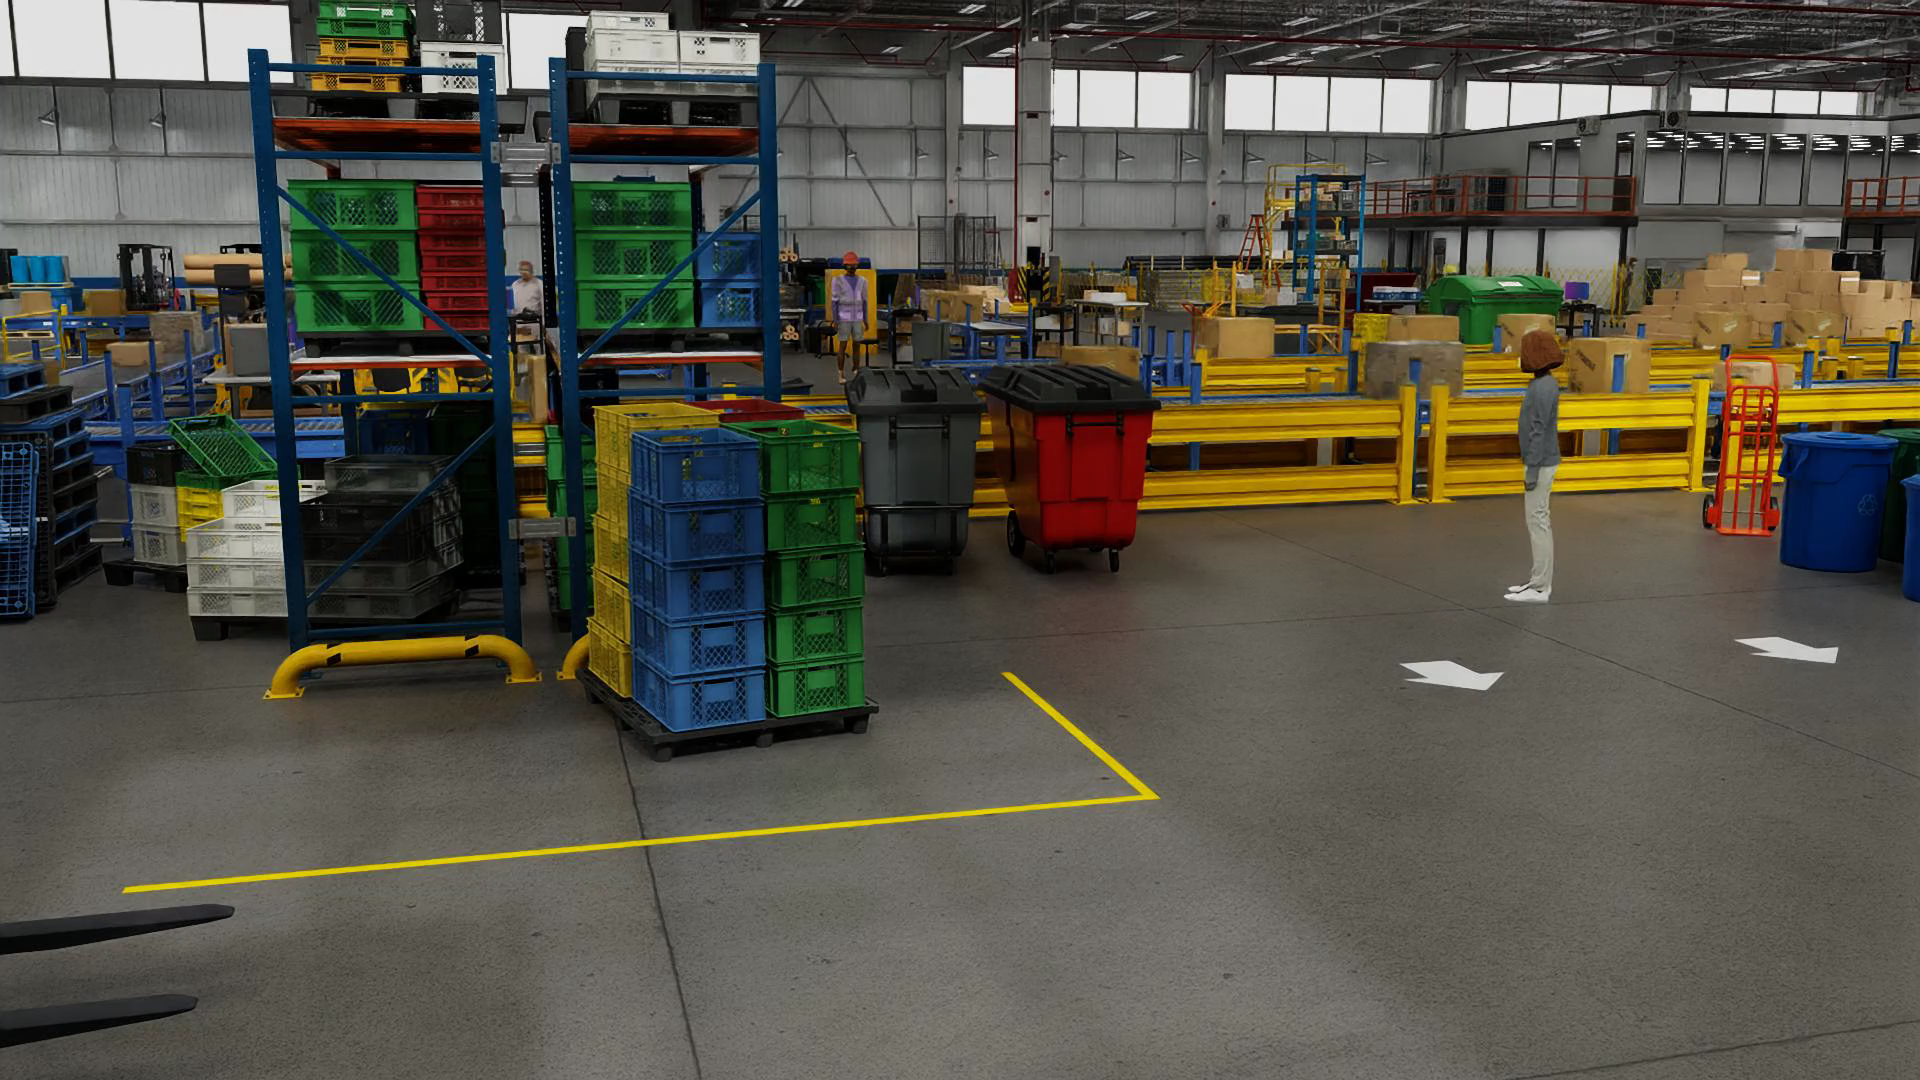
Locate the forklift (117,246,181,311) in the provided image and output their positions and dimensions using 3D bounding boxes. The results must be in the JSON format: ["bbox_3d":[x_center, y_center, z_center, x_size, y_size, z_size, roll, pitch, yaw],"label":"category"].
[{"bbox_3d":[-19.966,-6.232,40.894,1.157,1.987,2.680,-3,10,-15],"label":"forklift"}]

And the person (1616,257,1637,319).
[{"bbox_3d":[19.473,-7.331,48.511,0.599,1.802,0.635,-9,14,-42],"label":"person"}]

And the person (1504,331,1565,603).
[{"bbox_3d":[3.458,-0.437,9.988,0.281,1.624,0.493,3,11,18],"label":"person"}]

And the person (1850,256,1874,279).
[{"bbox_3d":[24.421,-6.784,45.241,0.714,1.880,0.394,5,11,28],"label":"person"}]

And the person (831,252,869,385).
[{"bbox_3d":[-1.675,-3.408,25.620,0.607,2.044,0.375,-5,11,-27],"label":"person"}]

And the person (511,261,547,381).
[{"bbox_3d":[-6.813,-3.444,26.250,0.635,1.900,0.404,3,10,16],"label":"person"}]

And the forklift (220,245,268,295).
[{"bbox_3d":[-17.749,-6.334,41.440,1.157,1.987,2.680,-3,10,-17],"label":"forklift"}]

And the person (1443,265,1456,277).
[{"bbox_3d":[9.005,-4.173,30.687,0.609,1.785,0.953,1,10,6],"label":"person"}]

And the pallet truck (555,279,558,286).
[{"bbox_3d":[-10.604,-6.375,44.520,0.653,1.274,1.630,-3,10,-15],"label":"pallet truck"}]
